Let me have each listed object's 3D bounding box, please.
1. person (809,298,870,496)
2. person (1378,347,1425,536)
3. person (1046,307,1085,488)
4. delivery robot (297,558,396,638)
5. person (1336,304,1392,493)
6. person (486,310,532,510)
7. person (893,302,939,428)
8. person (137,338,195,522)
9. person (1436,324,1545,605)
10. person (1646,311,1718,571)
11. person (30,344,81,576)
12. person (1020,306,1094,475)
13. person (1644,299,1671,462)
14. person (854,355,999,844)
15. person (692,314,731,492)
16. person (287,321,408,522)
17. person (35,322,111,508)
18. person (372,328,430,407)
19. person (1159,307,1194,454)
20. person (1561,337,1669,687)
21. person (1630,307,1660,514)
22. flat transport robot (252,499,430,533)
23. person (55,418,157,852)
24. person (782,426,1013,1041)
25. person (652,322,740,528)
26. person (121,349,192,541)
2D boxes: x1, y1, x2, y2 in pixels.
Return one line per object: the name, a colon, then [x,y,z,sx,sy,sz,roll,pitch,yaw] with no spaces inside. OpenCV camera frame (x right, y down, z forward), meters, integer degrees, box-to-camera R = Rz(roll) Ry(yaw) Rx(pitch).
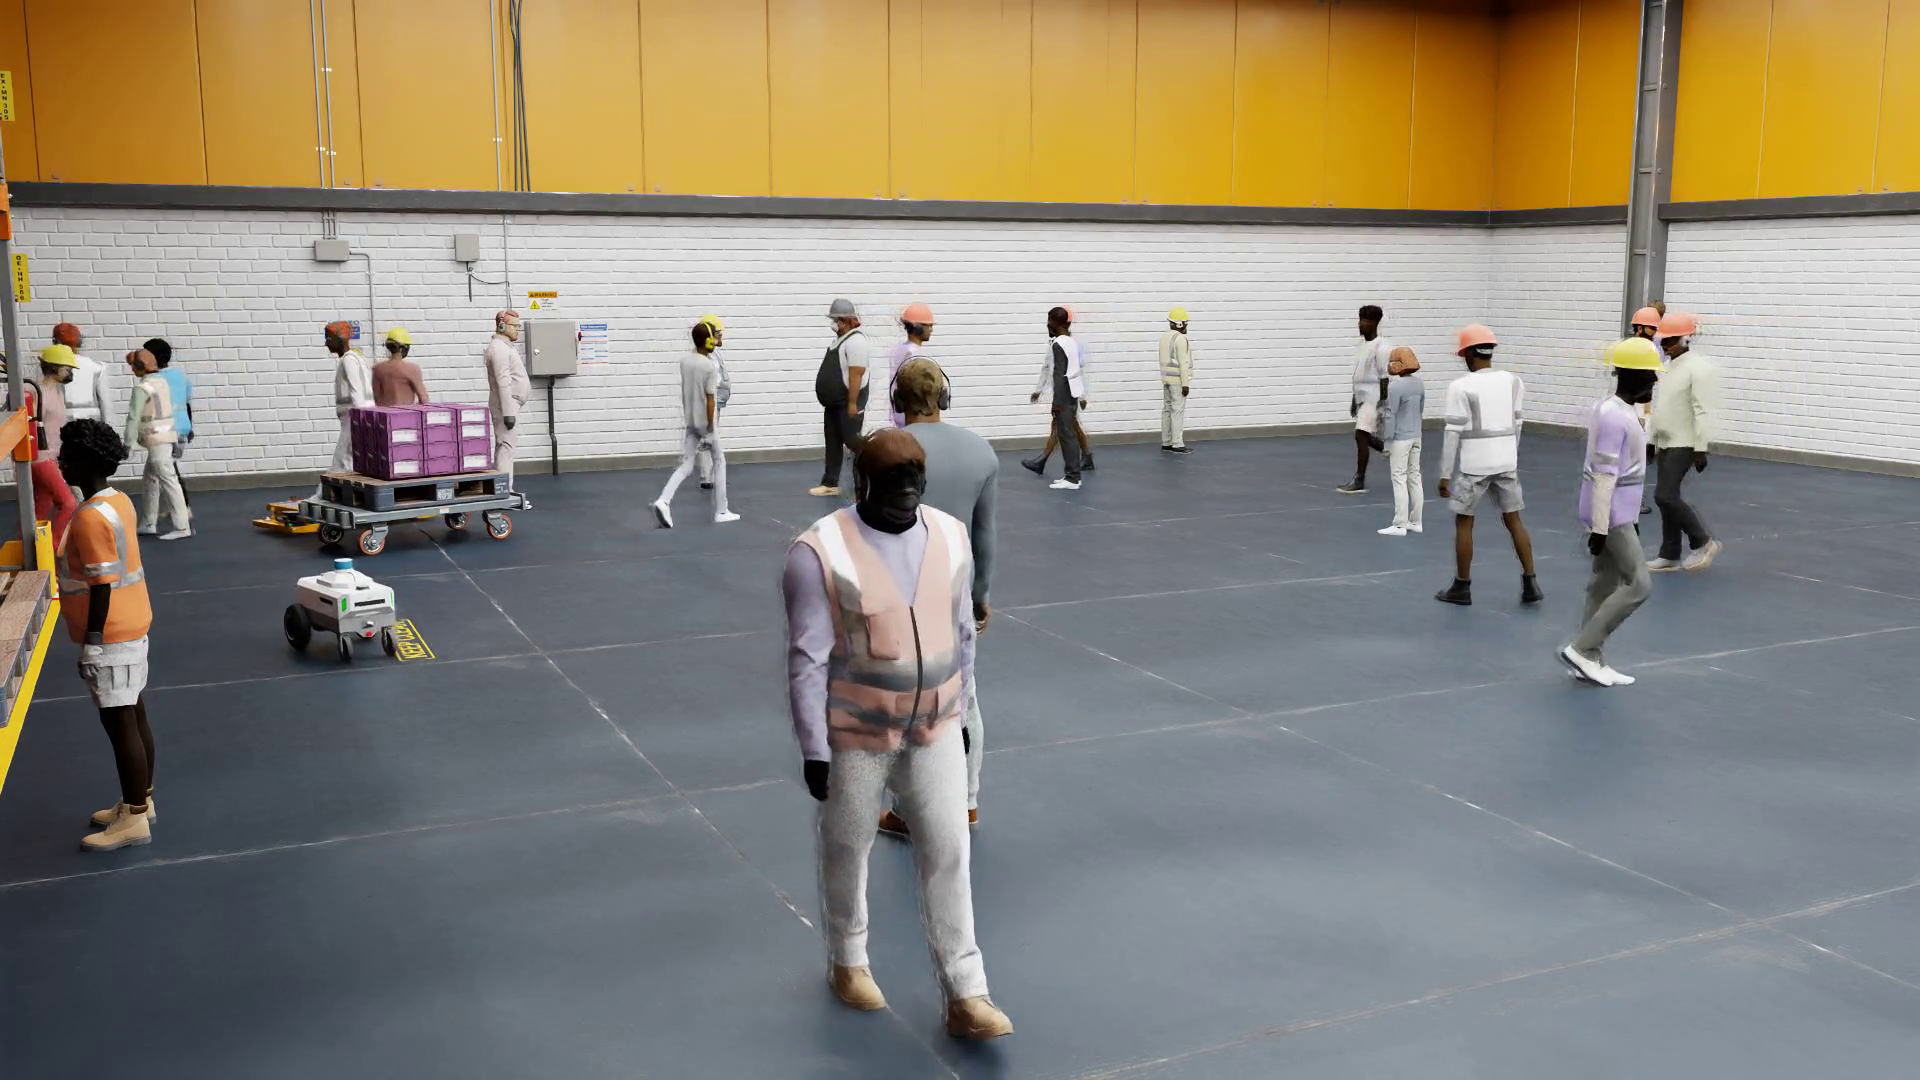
person: [-1.089,-1.455,16.813,0.845,2.000,0.688,-4,10,-23]
person: [3.826,-0.852,14.365,0.497,1.626,0.288,-8,12,-42]
person: [1.103,-1.494,17.504,0.409,1.904,0.604,2,9,12]
delivery robot: [-3.658,0.353,9.900,0.477,0.478,0.707,-8,12,-42]
person: [4.291,-1.454,17.098,0.789,1.947,0.604,-1,9,-8]
person: [-4.306,-1.239,15.908,0.403,1.904,0.637,-2,9,-15]
person: [-0.459,-1.025,14.241,0.788,2.022,0.611,-3,10,-17]
person: [-7.201,-0.982,15.120,0.556,1.685,0.541,1,9,8]
person: [3.599,-0.497,11.268,0.724,1.915,0.546,-2,9,-12]
person: [5.357,-0.720,12.459,0.467,1.971,0.611,0,9,1]
person: [-6.708,-0.572,12.270,0.574,1.735,0.540,-3,10,-17]
person: [1.134,-1.678,18.708,1.035,1.876,0.555,-5,10,-27]
person: [8.254,-1.892,19.843,0.630,1.940,0.372,-6,11,-32]
person: [-0.137,0.238,6.629,0.635,1.936,0.352,-6,11,-31]
person: [-2.573,-1.419,17.229,0.403,1.835,0.586,0,9,-1]
person: [-5.510,-1.047,14.935,1.057,1.819,0.630,-2,9,-11]
person: [-7.523,-0.929,14.172,0.921,1.848,0.587,7,12,37]
person: [-5.199,-1.113,15.641,0.546,1.740,0.762,4,10,24]
person: [2.705,-1.985,20.740,0.404,1.832,0.600,-3,10,-20]
person: [3.581,-0.139,9.036,0.415,1.913,0.584,3,10,20]
person: [6.386,-1.219,15.681,0.376,1.933,0.545,3,9,15]
flat transport robot: [-5.490,-0.260,14.874,0.652,0.197,1.431,7,12,37]
person: [-3.368,0.368,6.566,0.319,1.697,0.532,-3,10,-18]
person: [-0.165,0.582,4.893,0.651,1.806,0.866,-5,10,-26]
person: [-2.368,-1.028,14.826,0.513,1.834,0.892,6,11,34]
person: [-6.847,-0.799,14.029,0.689,1.607,0.546,-1,9,-4]
